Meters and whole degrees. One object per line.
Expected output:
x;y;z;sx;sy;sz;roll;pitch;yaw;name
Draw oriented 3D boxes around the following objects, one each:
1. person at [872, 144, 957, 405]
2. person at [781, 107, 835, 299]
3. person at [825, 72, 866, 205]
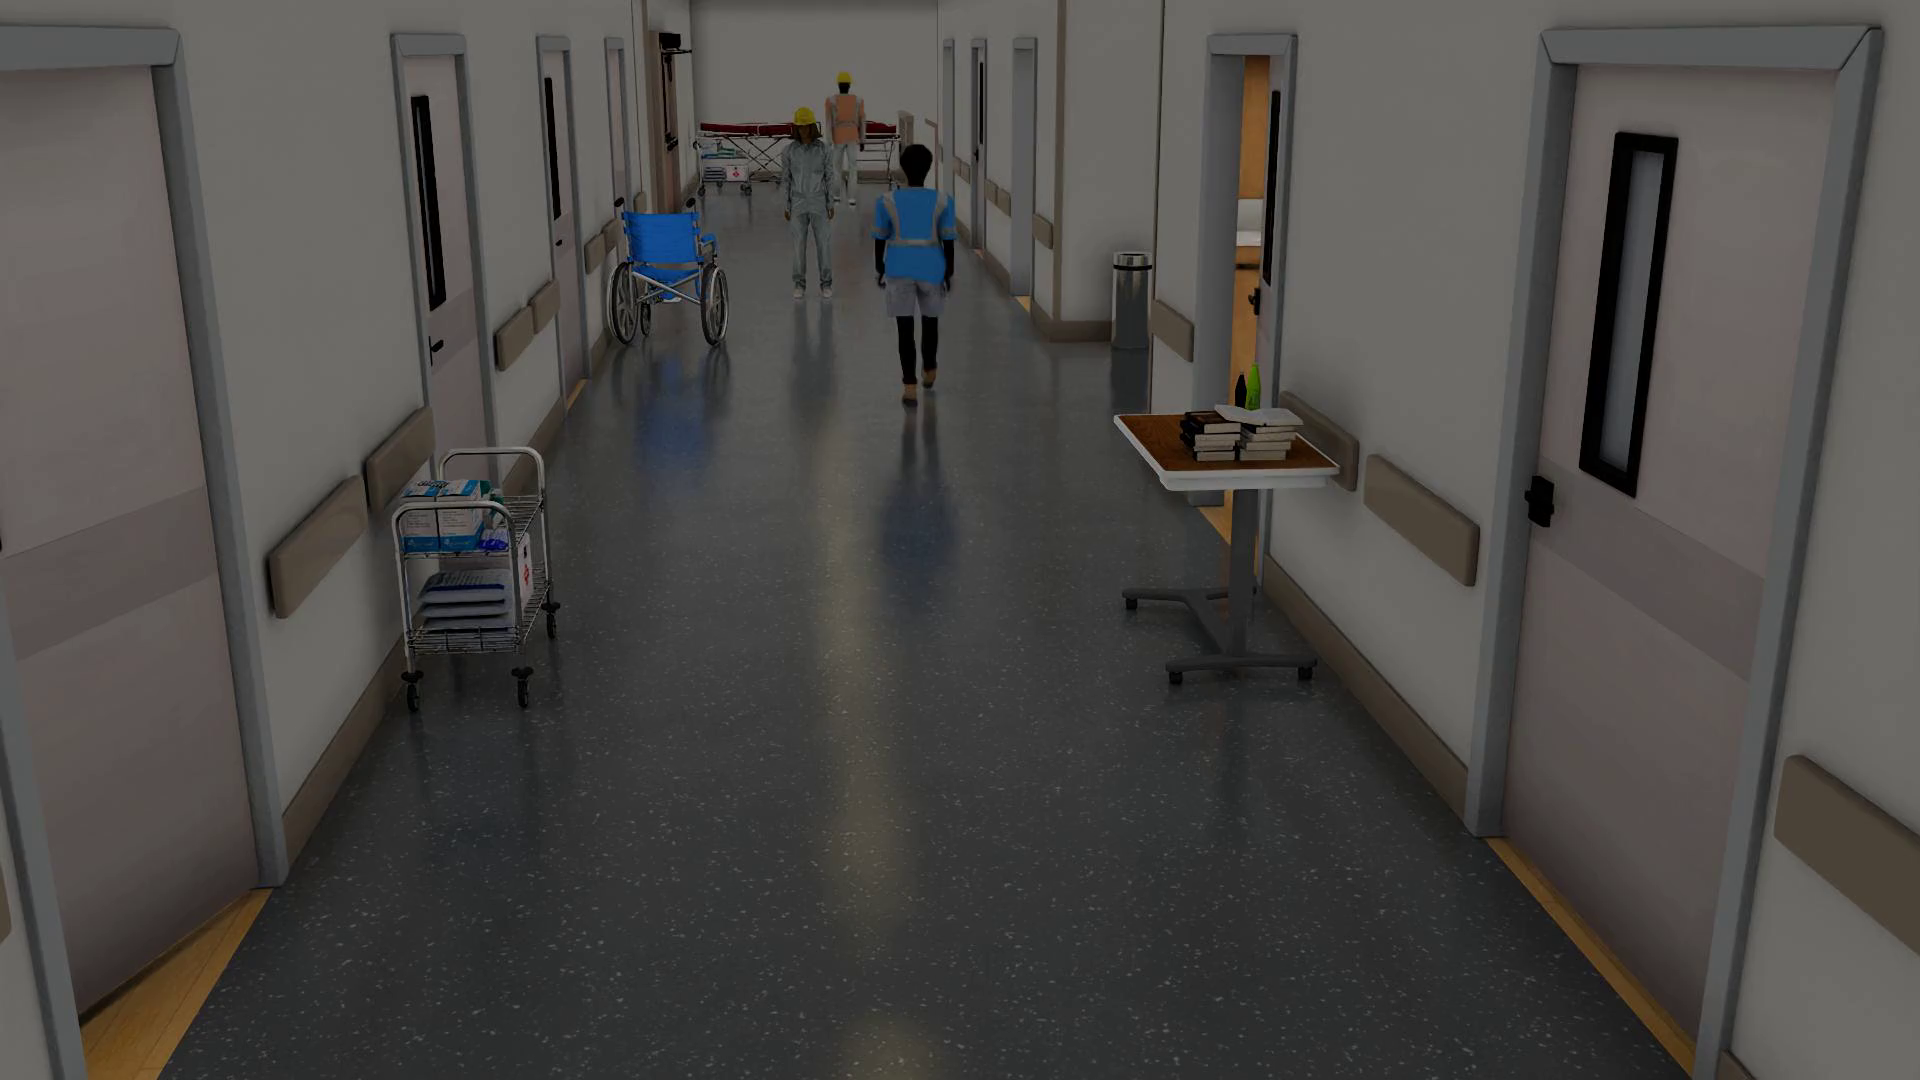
-0.298;-1.764;10.984;0.550;1.648;0.849;-1;17;-3;person
-1.390;-3.078;15.266;0.486;1.737;0.319;0;17;-1;person
-1.690;-5.905;24.464;0.611;1.872;0.973;-3;17;-11;person
